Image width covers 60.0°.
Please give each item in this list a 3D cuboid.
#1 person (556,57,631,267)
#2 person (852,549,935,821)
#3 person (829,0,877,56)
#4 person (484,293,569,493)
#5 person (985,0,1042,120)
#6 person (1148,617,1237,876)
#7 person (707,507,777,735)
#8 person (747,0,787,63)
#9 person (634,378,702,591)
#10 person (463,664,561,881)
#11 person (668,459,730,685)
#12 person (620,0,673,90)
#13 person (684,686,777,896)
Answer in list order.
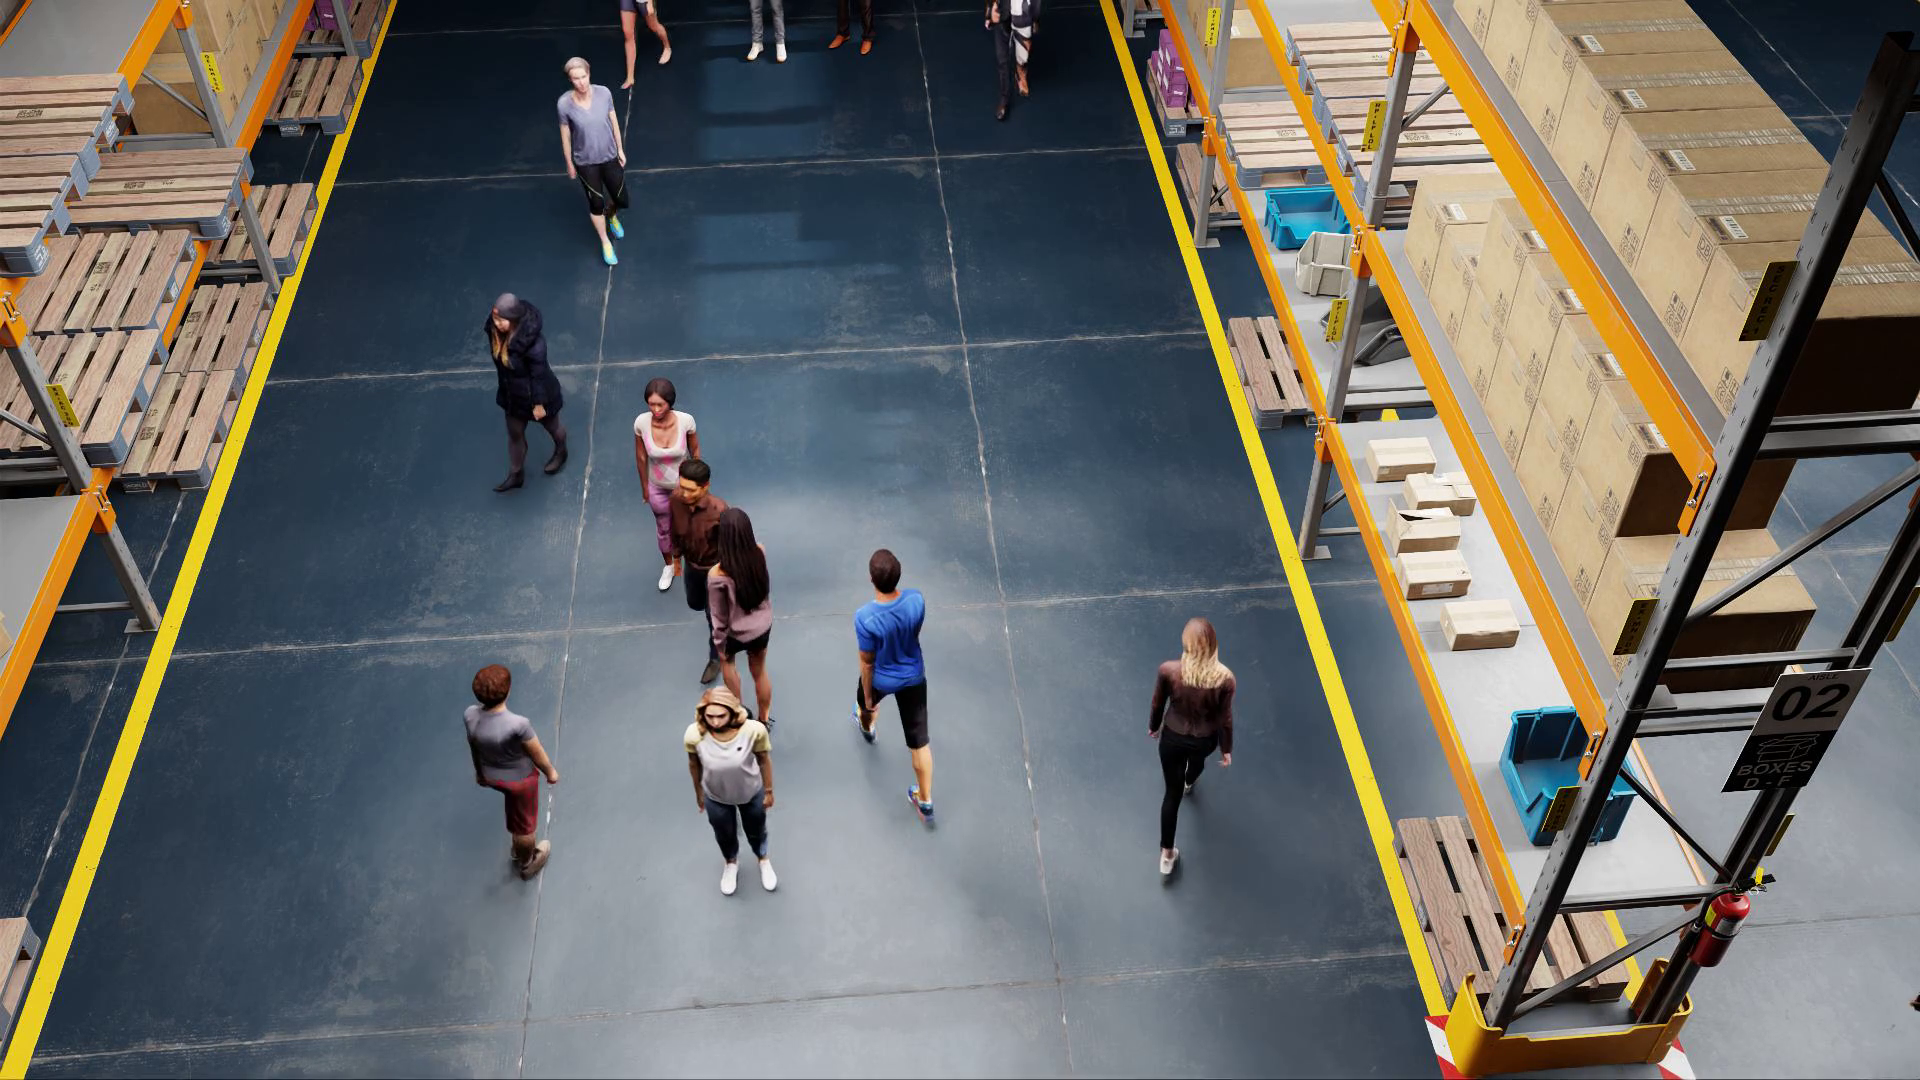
[{"bbox_3d":[-3.120,-3.265,14.163,0.826,1.874,0.907,-20,47,-20],"label":"person"},{"bbox_3d":[-0.336,0.888,9.848,0.838,1.812,1.326,-16,46,-16],"label":"person"},{"bbox_3d":[-1.097,-5.881,16.957,0.778,1.808,0.756,15,46,15],"label":"person"},{"bbox_3d":[-3.075,-1.143,12.096,0.962,1.651,1.055,23,48,23],"label":"person"},{"bbox_3d":[0.522,-5.052,16.042,0.820,1.869,1.041,3,44,3],"label":"person"},{"bbox_3d":[1.315,1.231,9.604,0.786,1.653,1.182,7,44,8],"label":"person"},{"bbox_3d":[-1.244,0.600,10.166,0.783,1.790,0.835,-32,52,-29],"label":"person"},{"bbox_3d":[-1.981,-5.778,16.787,0.707,1.893,0.638,5,44,5],"label":"person"},{"bbox_3d":[-1.935,-0.374,11.225,0.572,1.742,0.492,-4,44,-4],"label":"person"},{"bbox_3d":[-2.588,1.400,9.439,0.702,1.635,0.746,13,45,14],"label":"person"},{"bbox_3d":[-1.577,0.114,10.697,0.939,1.763,1.071,19,47,19],"label":"person"},{"bbox_3d":[-3.157,-5.427,16.573,0.918,1.681,1.196,14,45,14],"label":"person"},{"bbox_3d":[-1.267,1.402,9.377,0.619,1.720,0.538,-5,44,-5],"label":"person"}]
